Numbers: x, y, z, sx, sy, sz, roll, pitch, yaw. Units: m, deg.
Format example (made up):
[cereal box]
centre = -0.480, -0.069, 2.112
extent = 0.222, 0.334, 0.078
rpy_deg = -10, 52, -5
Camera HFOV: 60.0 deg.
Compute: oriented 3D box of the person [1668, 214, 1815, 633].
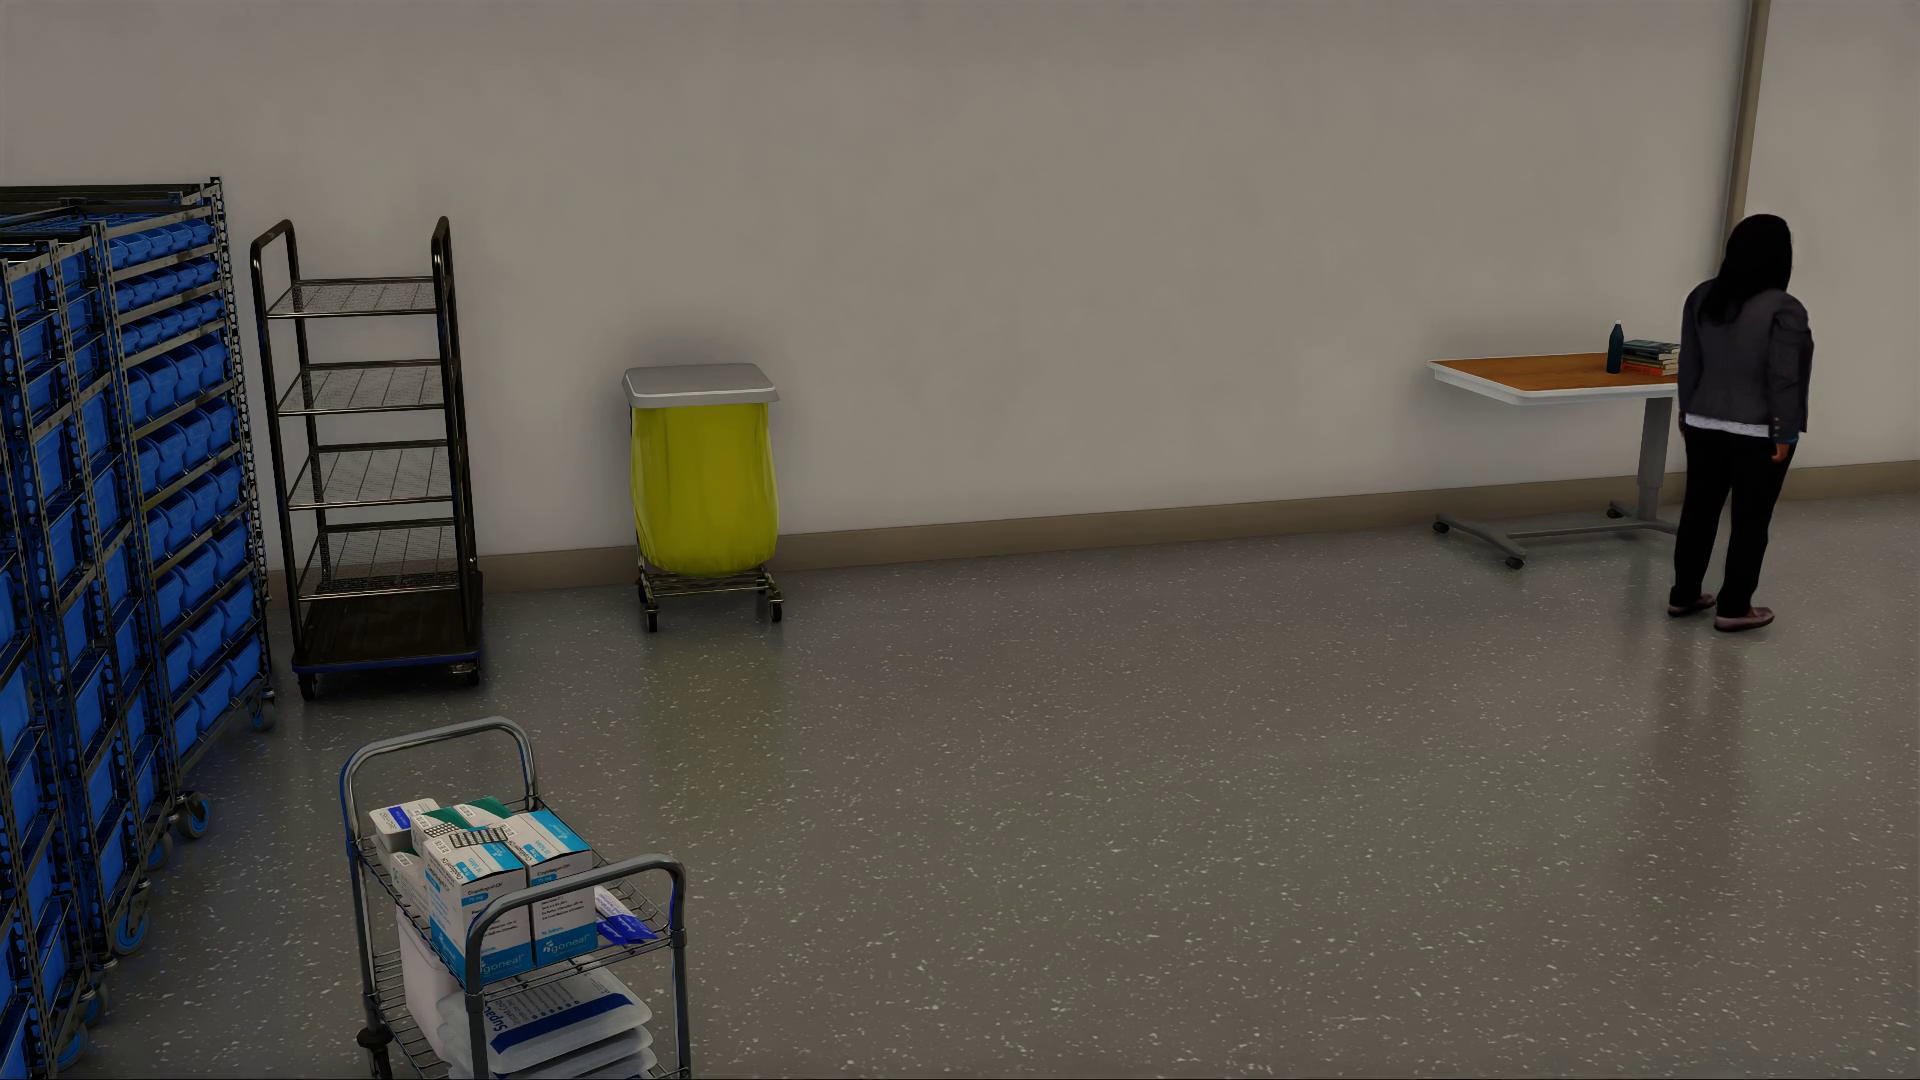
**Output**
[person]
centre = 2.998, -0.445, 6.410
extent = 0.733, 1.596, 0.734
rpy_deg = -8, 18, -27
